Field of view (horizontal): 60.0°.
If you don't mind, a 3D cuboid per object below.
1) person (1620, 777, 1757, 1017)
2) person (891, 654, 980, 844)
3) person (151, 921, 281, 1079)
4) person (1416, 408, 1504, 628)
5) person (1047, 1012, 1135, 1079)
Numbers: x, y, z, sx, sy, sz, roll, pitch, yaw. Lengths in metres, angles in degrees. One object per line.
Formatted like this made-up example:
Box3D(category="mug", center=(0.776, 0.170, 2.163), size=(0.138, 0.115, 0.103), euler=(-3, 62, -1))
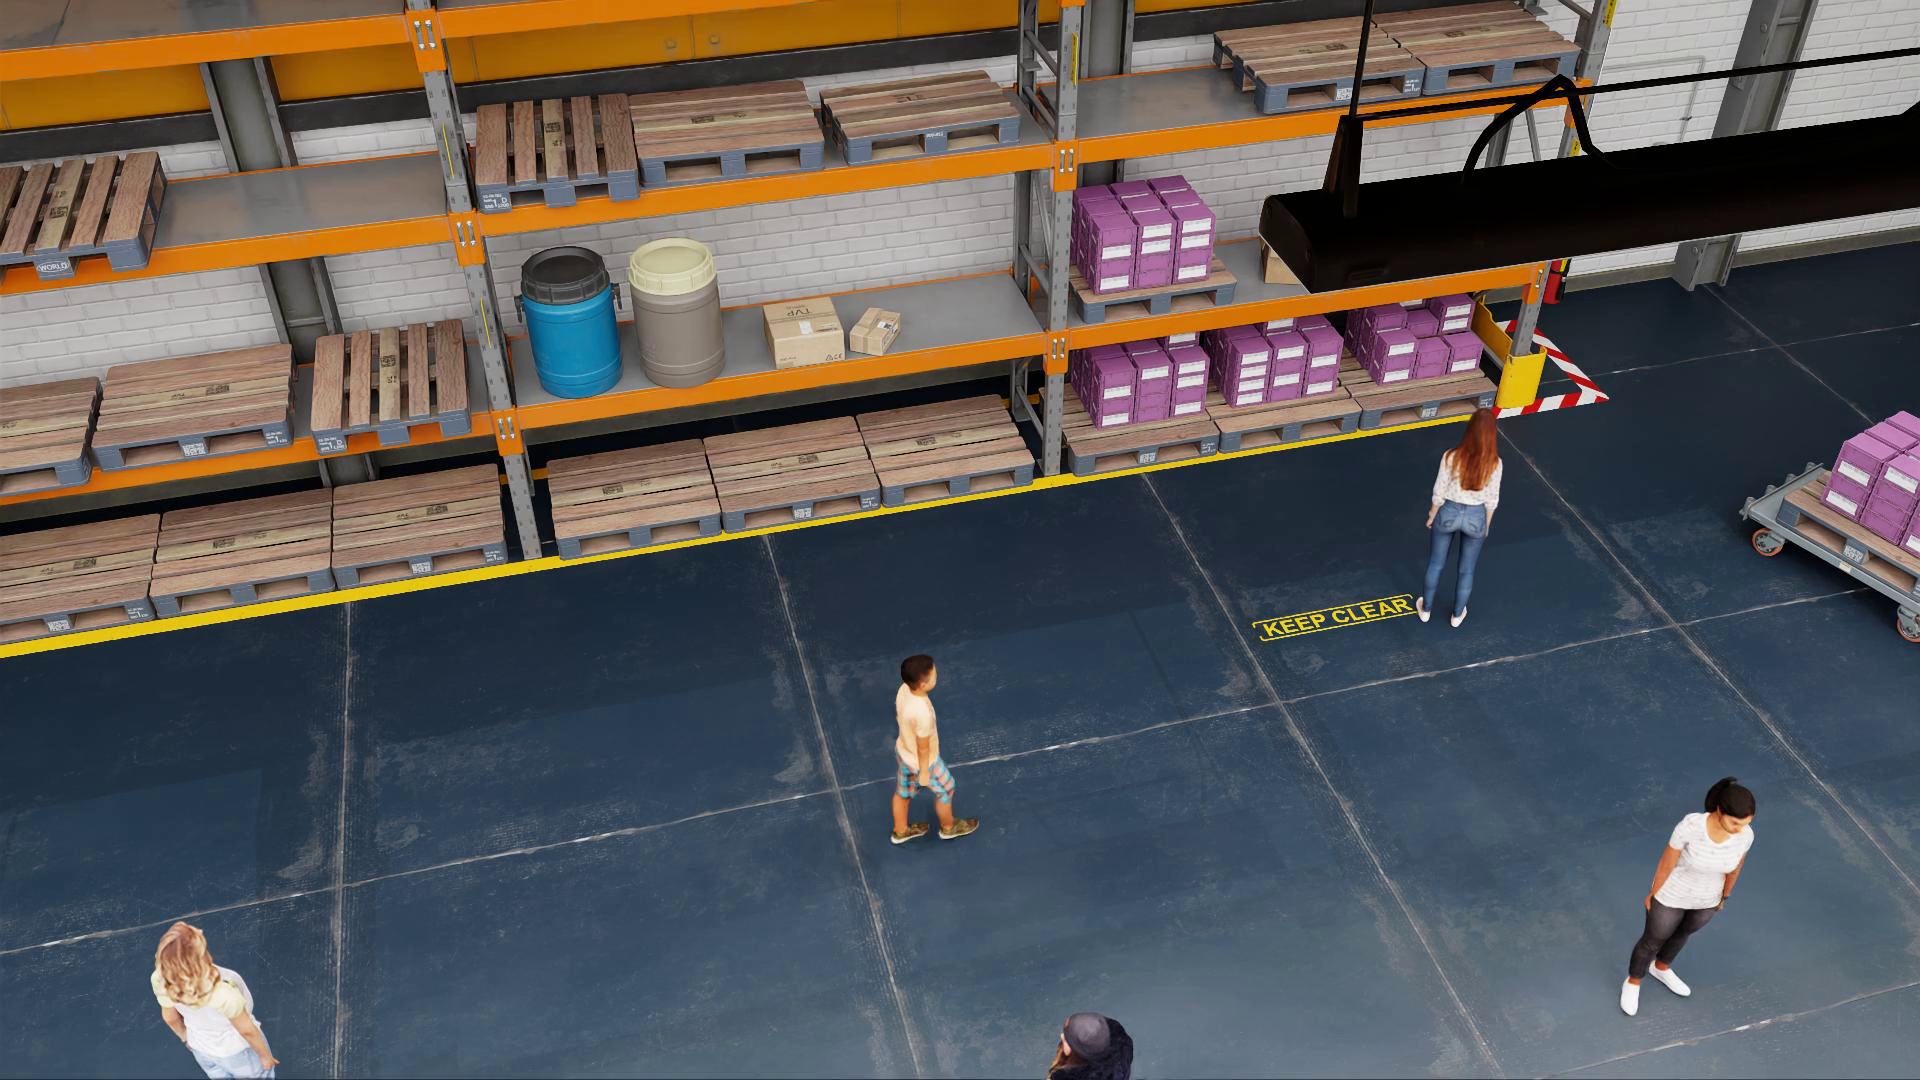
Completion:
Box3D(category="person", center=(3.846, 1.840, 8.789), size=(0.604, 1.638, 0.718), euler=(-1, 39, -1))
Box3D(category="person", center=(-0.306, 1.263, 9.665), size=(0.794, 1.446, 0.633), euler=(-17, 42, -20))
Box3D(category="person", center=(-3.519, 2.430, 7.983), size=(0.648, 1.722, 0.771), euler=(8, 39, 10))
Box3D(category="person", center=(3.375, -0.140, 11.199), size=(0.607, 1.725, 0.713), euler=(11, 40, 13))
Box3D(category="person", center=(0.661, 2.741, 7.651), size=(1.036, 1.651, 0.917), euler=(9, 39, 11))
